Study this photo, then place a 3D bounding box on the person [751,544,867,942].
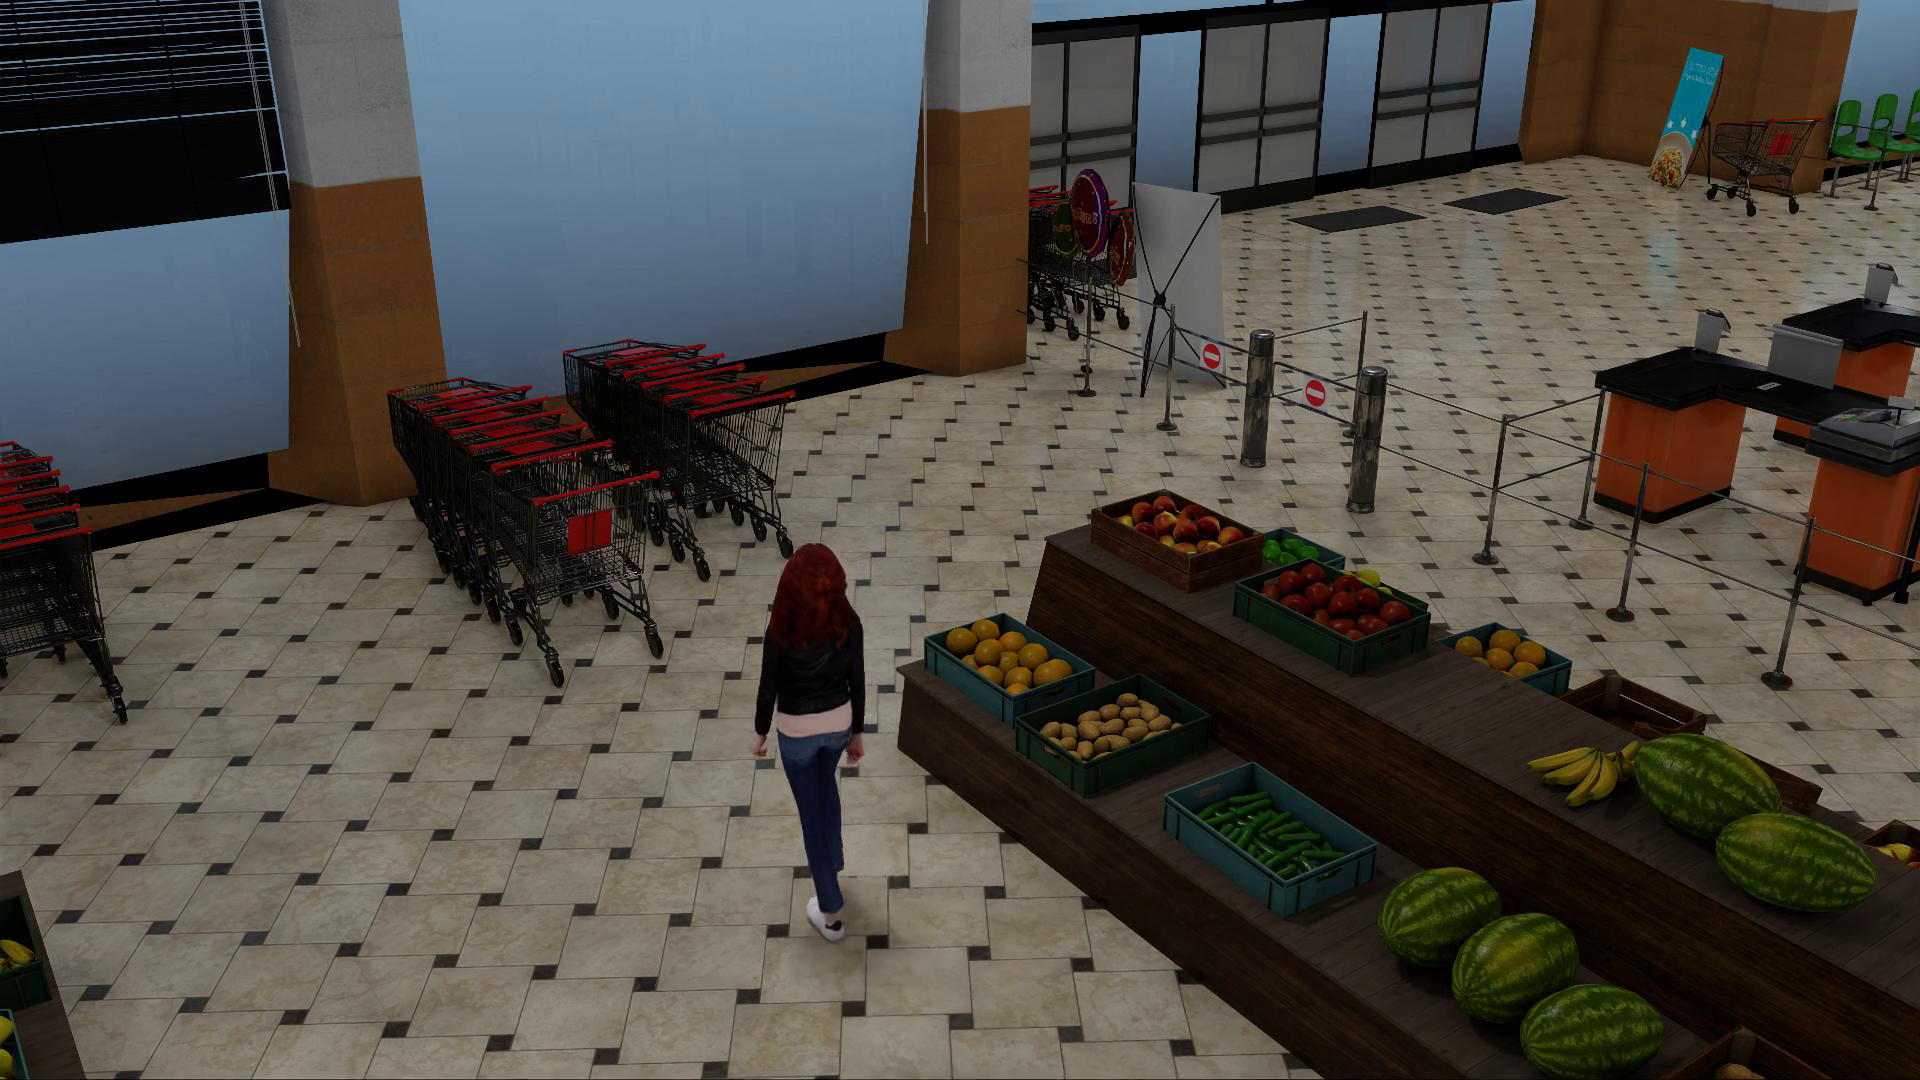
[{"bbox_3d":[-0.559,0.884,6.863,0.646,1.772,0.718,-12,26,-26],"label":"person"}]
